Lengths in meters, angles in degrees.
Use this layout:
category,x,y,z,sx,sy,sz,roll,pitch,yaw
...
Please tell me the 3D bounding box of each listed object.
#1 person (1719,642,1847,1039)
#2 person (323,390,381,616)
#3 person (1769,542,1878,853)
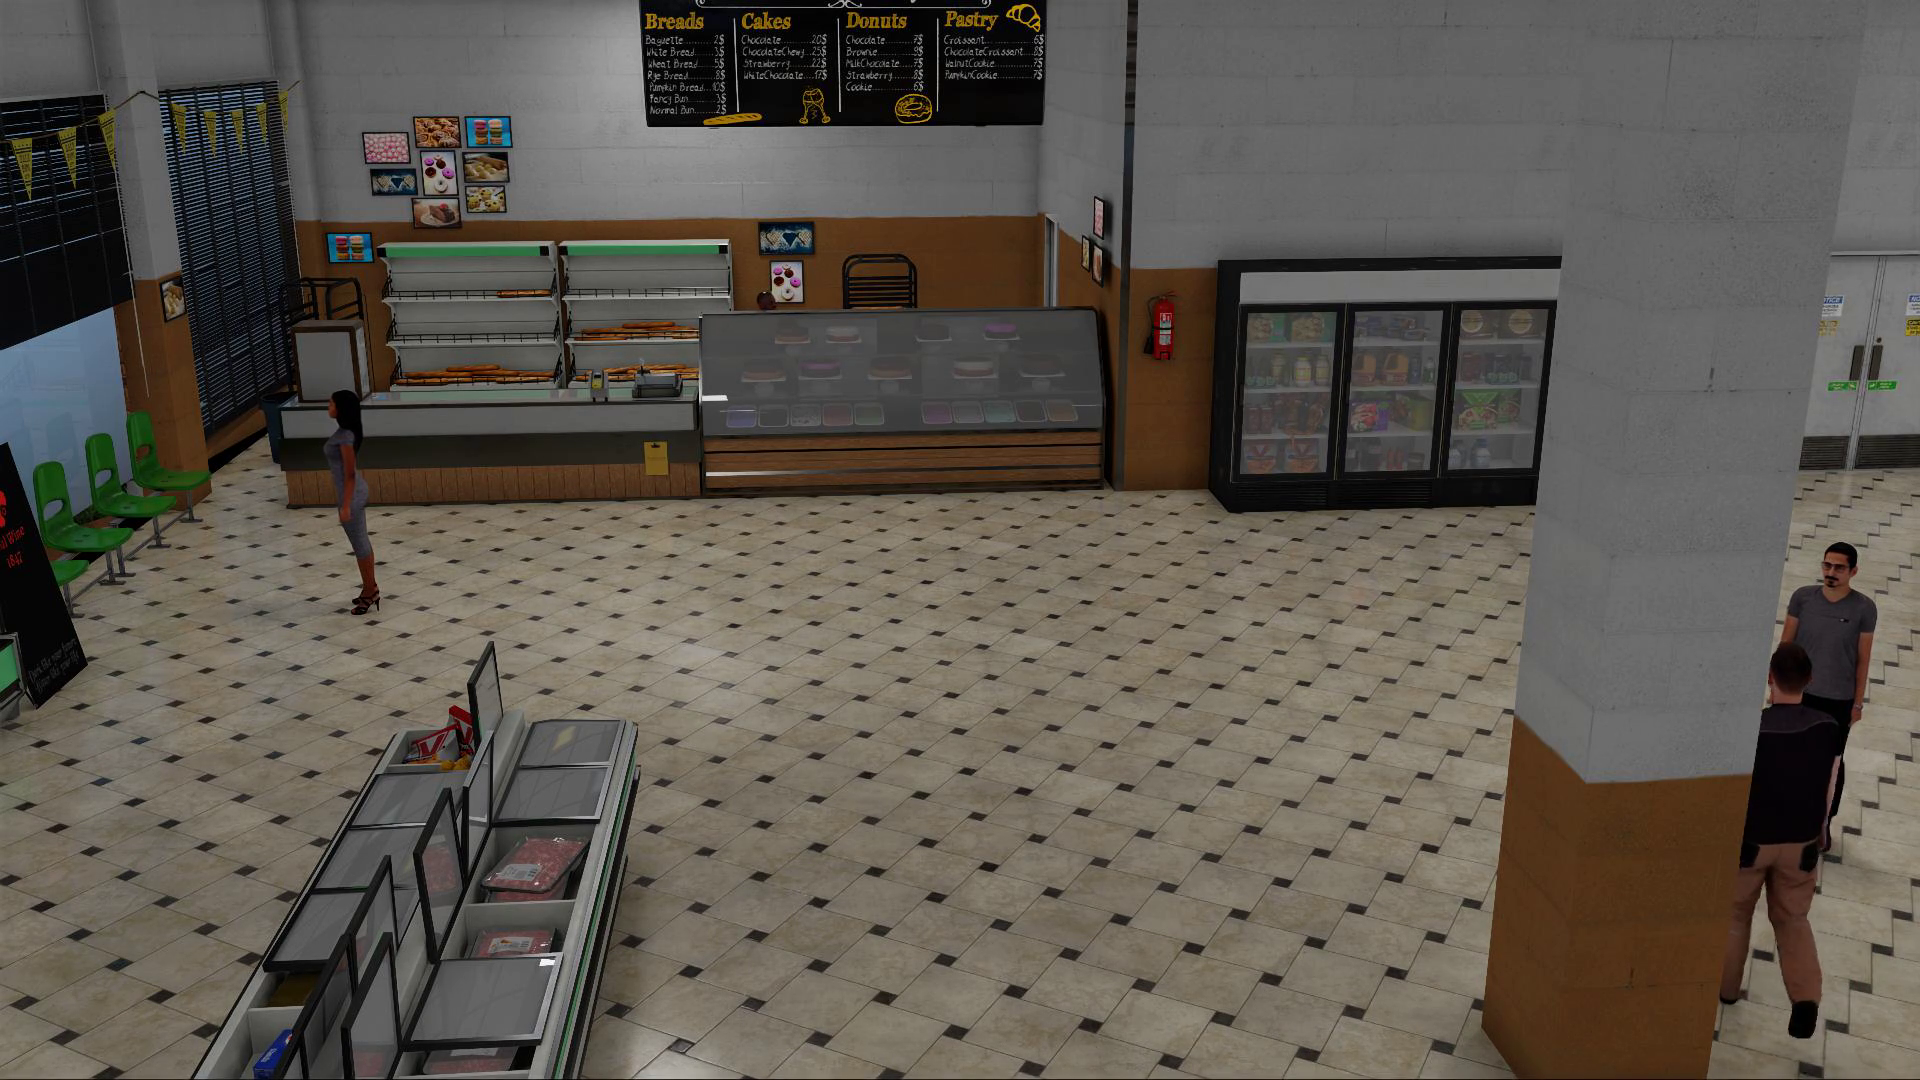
category,x,y,z,sx,sy,sz,roll,pitch,yaw
person,3.678,1.367,7.465,0.809,1.820,1.053,2,17,5
person,-4.747,-0.303,13.032,0.670,1.781,0.492,-4,17,-12
person,4.792,0.849,9.283,0.702,1.755,0.745,12,20,34
